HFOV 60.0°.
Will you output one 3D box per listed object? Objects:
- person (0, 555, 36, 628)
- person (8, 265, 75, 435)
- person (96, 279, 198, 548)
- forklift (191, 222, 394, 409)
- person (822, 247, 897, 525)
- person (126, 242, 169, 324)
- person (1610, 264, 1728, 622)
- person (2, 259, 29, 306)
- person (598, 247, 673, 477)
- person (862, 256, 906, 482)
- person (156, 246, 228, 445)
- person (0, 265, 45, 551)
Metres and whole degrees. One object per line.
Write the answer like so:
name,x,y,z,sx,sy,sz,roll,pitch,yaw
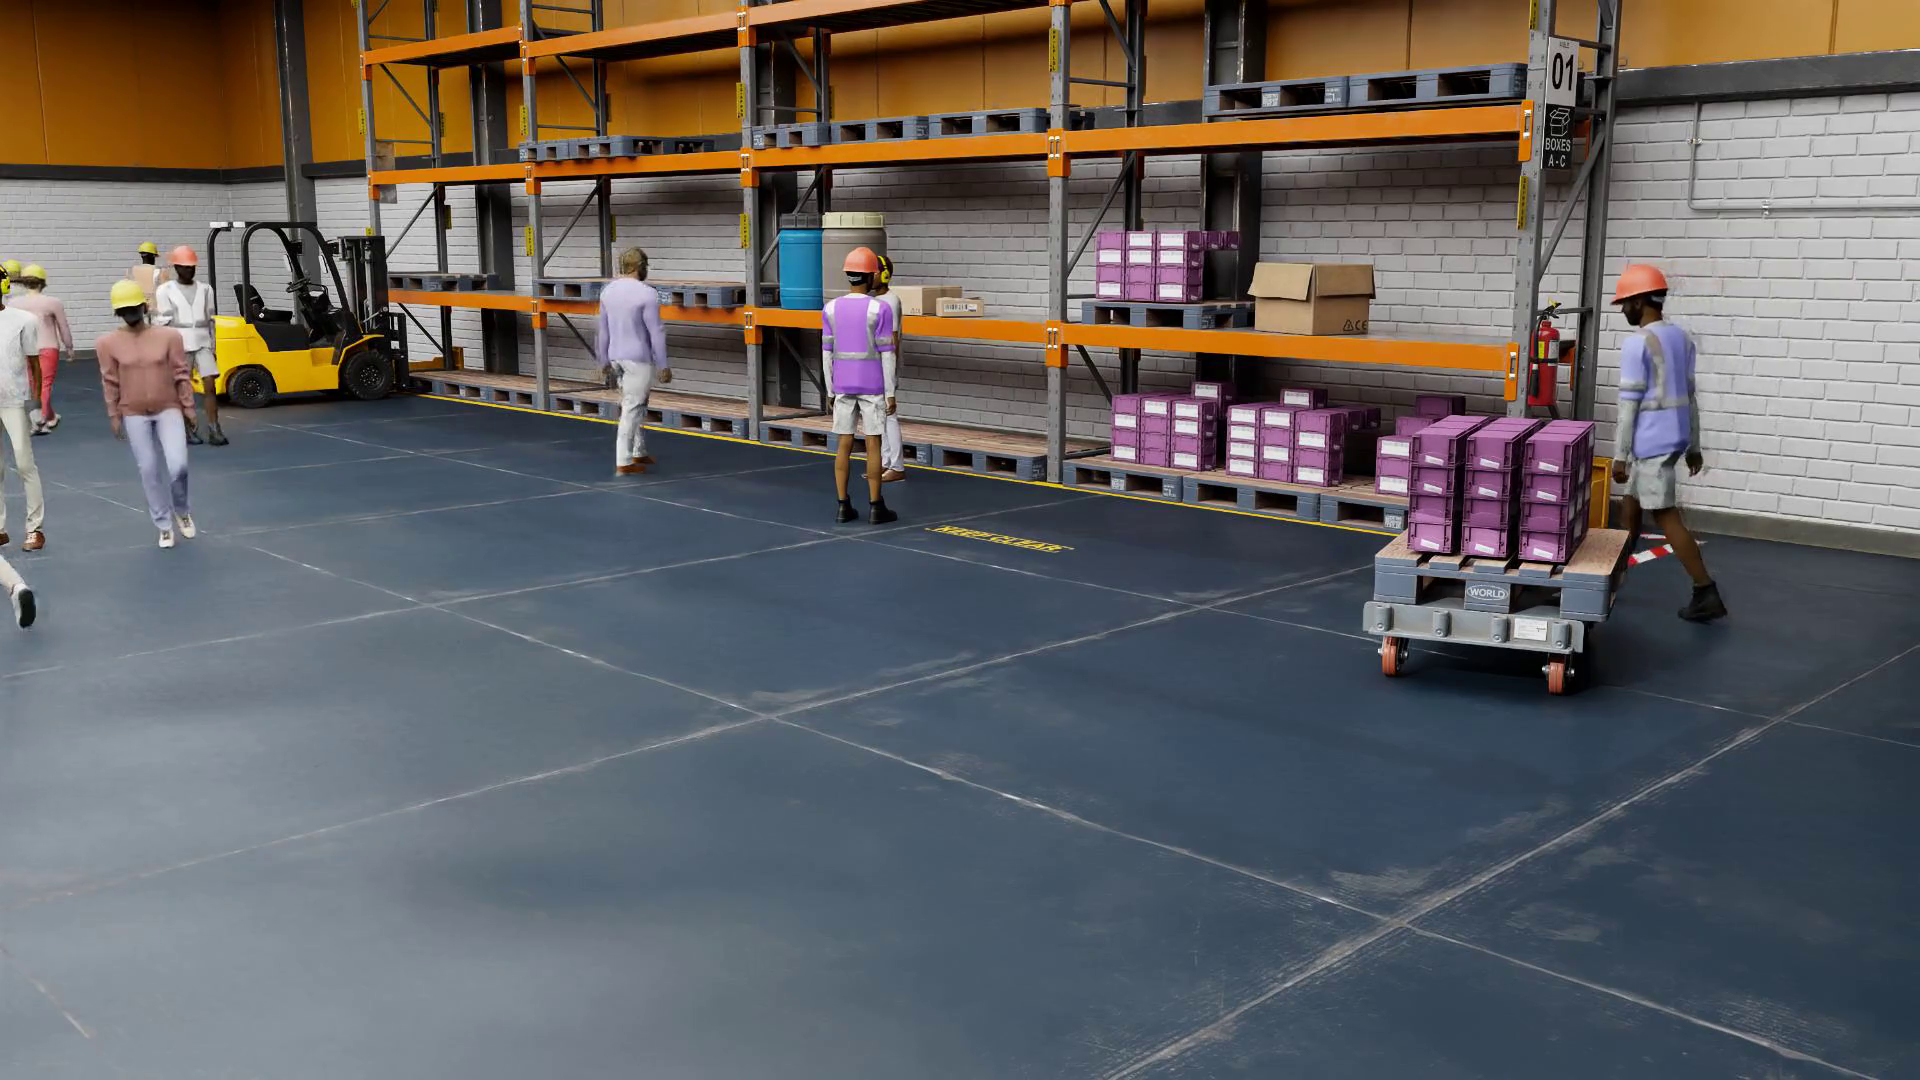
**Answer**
person,-5.120,-0.290,8.358,0.798,1.602,0.524,3,11,18
person,-9.431,-1.957,17.098,0.537,1.710,0.933,-2,11,-9
person,-5.225,-0.805,10.725,0.549,1.739,0.379,-4,11,-22
forklift,-8.169,-2.758,20.163,2.313,2.155,1.214,-10,14,-44
person,-0.691,-1.074,11.681,0.550,1.937,0.357,4,11,21
person,-11.535,-3.271,23.722,0.591,1.914,0.393,-1,10,-4
person,3.724,-0.514,8.825,0.618,1.881,0.950,-9,14,-40
person,-11.504,-2.573,20.408,0.466,1.727,0.511,6,12,30
person,-2.694,-1.504,14.075,0.659,1.915,0.712,9,13,39
person,-0.628,-1.402,13.699,0.319,1.860,0.510,-3,11,-17
person,-7.324,-1.836,15.892,0.564,1.907,0.826,-9,14,-41
person,-6.140,-0.851,10.652,0.509,1.872,0.329,-1,10,-5
